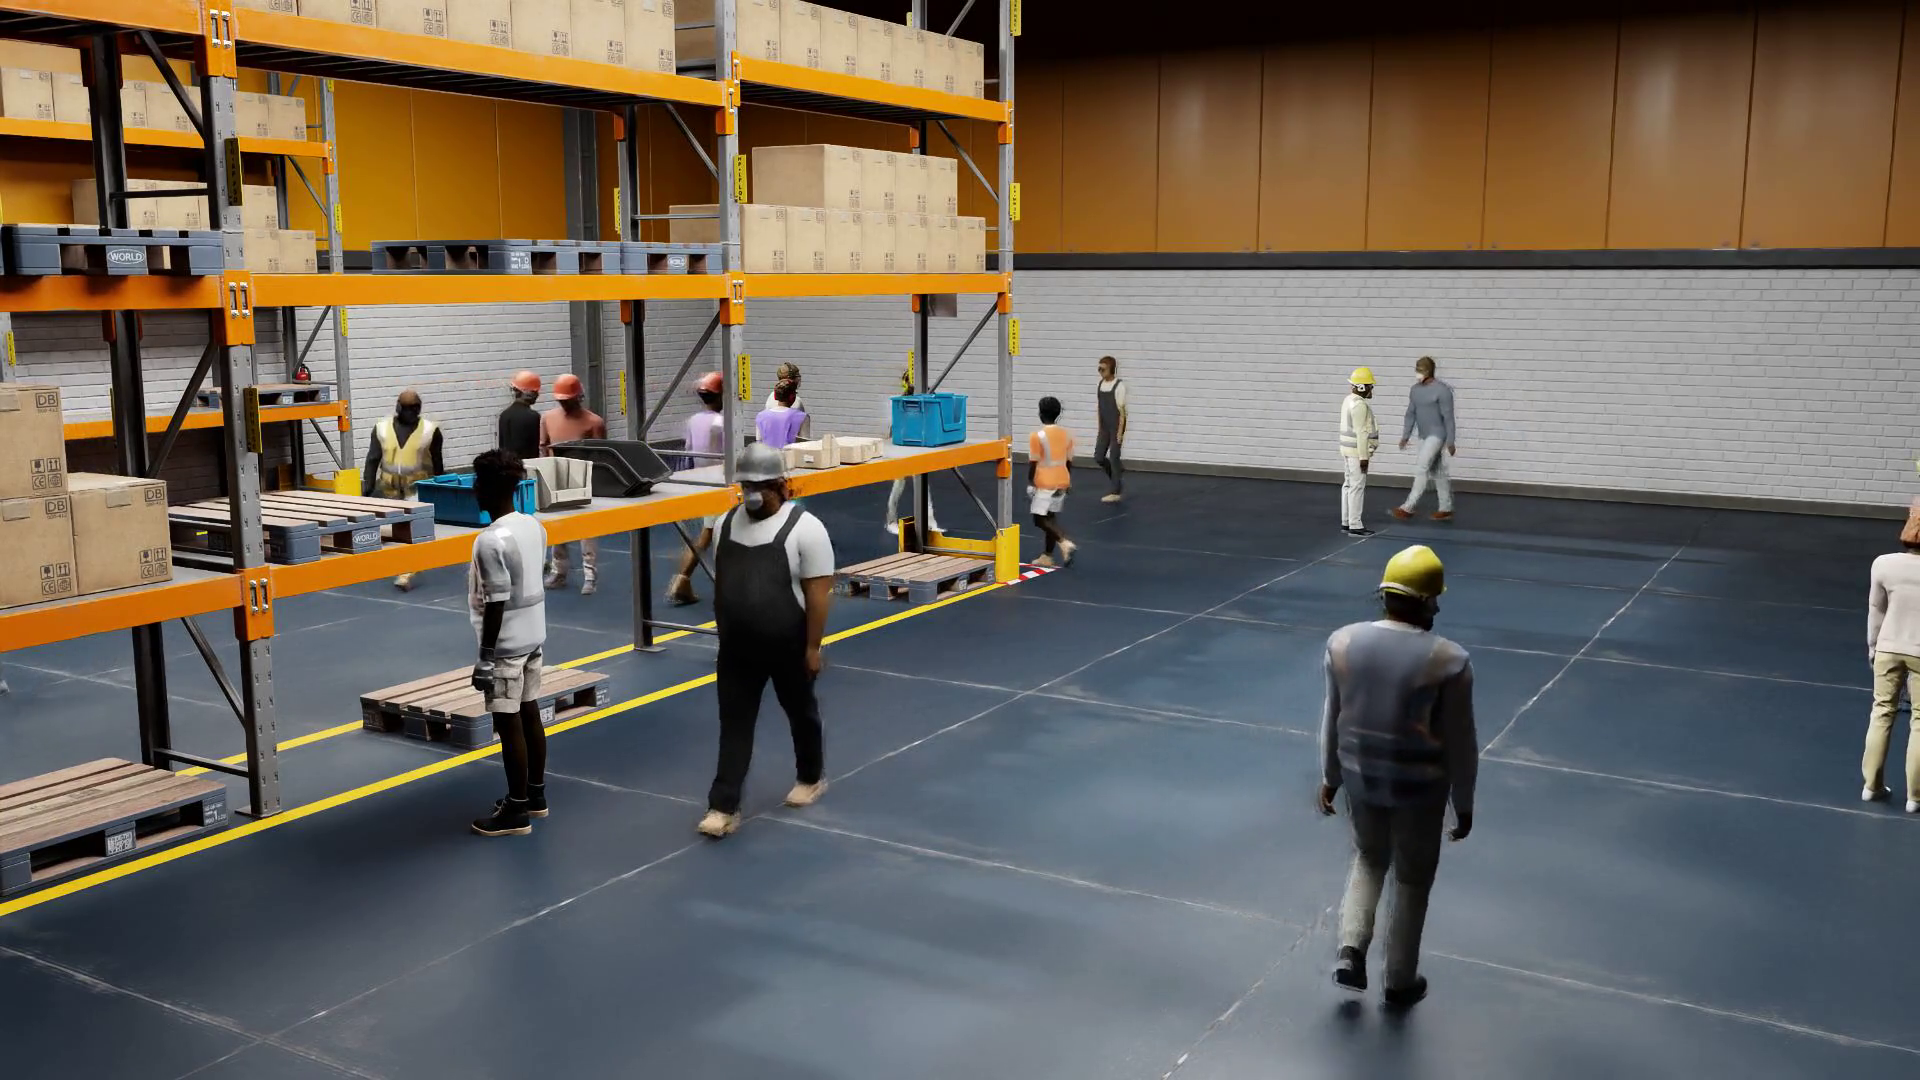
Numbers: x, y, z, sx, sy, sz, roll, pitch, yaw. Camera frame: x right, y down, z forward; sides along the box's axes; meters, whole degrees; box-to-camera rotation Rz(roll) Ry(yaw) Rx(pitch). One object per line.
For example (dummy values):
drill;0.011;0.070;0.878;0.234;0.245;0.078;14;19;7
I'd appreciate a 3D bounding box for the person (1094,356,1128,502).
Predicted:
person;1.898;-1.382;20.713;0.449;1.827;0.535;-8;12;-41

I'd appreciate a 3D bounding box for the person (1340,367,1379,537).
person;4.320;-0.951;18.001;0.404;1.832;0.598;0;9;-2

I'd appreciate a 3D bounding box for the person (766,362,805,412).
person;-1.746;-0.838;16.968;0.372;1.940;0.632;-6;11;-35

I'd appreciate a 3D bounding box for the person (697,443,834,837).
person;-1.004;0.458;8.565;0.692;2.000;1.007;3;10;20

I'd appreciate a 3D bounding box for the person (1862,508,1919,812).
person;5.058;0.625;8.819;0.282;1.624;0.493;-8;12;-39

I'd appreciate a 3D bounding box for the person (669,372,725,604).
person;-2.167;-0.458;14.456;1.051;1.999;0.611;-8;12;-42

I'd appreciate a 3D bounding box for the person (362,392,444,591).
person;-5.034;-0.456;15.100;0.639;1.784;1.007;0;9;0

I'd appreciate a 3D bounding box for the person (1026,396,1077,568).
person;0.914;-0.528;15.827;0.543;1.676;0.613;-8;12;-42

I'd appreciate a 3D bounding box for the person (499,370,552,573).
person;-4.089;-0.590;15.378;0.867;1.962;0.625;-9;13;-44

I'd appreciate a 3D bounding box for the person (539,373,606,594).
person;-3.452;-0.506;14.808;0.748;1.966;0.575;2;9;11

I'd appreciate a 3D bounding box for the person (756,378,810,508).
person;-1.672;-0.611;15.840;0.570;1.843;0.372;3;10;20

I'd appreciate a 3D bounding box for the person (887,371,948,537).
person;-0.504;-0.918;17.835;0.547;1.819;1.002;-7;11;-37

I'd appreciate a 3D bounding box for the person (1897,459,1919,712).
person;6.259;0.263;10.810;0.626;1.718;0.346;-8;12;-42

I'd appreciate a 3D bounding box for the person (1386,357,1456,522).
person;5.270;-1.137;18.981;1.014;1.885;0.628;-3;10;-17

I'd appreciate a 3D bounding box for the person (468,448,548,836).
person;-2.301;0.513;8.450;0.367;1.966;0.606;1;9;7

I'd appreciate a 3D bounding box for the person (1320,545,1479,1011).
person;1.688;0.918;6.380;0.612;1.813;0.423;7;12;38
